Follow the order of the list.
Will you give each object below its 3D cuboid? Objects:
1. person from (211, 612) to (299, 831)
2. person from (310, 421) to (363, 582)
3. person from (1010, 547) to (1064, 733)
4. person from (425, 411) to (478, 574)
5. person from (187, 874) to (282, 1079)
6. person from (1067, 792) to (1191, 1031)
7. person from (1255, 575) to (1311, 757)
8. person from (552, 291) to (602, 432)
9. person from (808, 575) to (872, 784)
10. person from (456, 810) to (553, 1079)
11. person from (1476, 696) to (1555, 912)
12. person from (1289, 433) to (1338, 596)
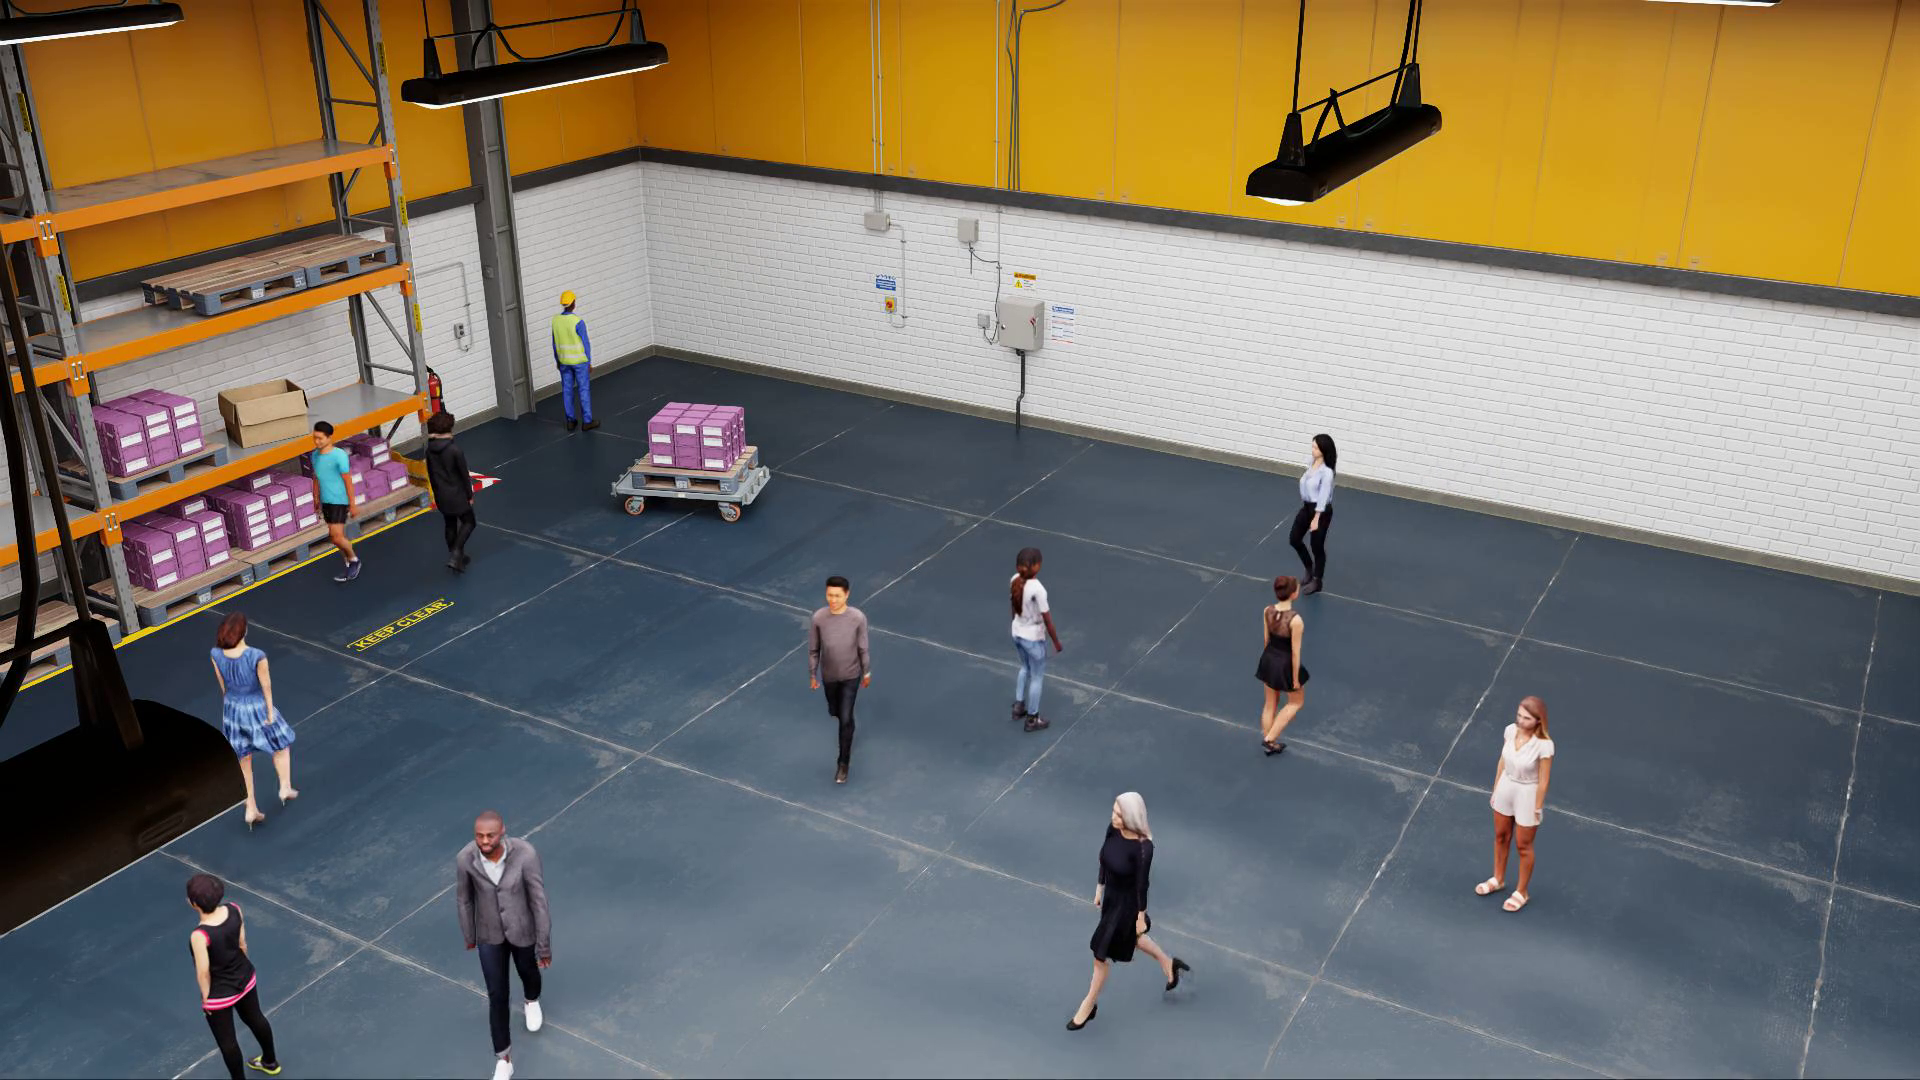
[{"bbox_3d":[-5.523,1.435,12.858,0.832,1.784,0.907,0,24,-1],"label":"person"},{"bbox_3d":[-6.345,-0.412,17.106,0.650,1.765,0.605,13,27,27],"label":"person"},{"bbox_3d":[0.573,0.867,14.240,0.745,1.718,0.710,-16,28,-32],"label":"person"},{"bbox_3d":[-5.276,-0.445,17.181,0.742,1.766,0.863,6,24,14],"label":"person"},{"bbox_3d":[-4.491,2.718,10.216,0.620,1.549,0.485,9,25,20],"label":"person"},{"bbox_3d":[1.126,2.382,10.788,1.213,1.707,1.018,-11,26,-23],"label":"person"},{"bbox_3d":[2.609,1.080,13.814,0.712,1.669,0.677,-17,29,-34],"label":"person"},{"bbox_3d":[-4.977,-2.301,21.372,0.726,1.810,0.682,6,24,13],"label":"person"},{"bbox_3d":[-0.960,1.069,13.748,1.187,1.741,0.938,12,26,25],"label":"person"},{"bbox_3d":[-2.838,2.456,10.543,1.156,1.766,1.263,-4,24,-8],"label":"person"},{"bbox_3d":[4.038,1.861,11.991,0.680,1.696,0.658,-15,28,-30],"label":"person"},{"bbox_3d":[3.673,-0.248,16.772,0.804,1.732,0.760,-8,25,-18],"label":"person"}]
